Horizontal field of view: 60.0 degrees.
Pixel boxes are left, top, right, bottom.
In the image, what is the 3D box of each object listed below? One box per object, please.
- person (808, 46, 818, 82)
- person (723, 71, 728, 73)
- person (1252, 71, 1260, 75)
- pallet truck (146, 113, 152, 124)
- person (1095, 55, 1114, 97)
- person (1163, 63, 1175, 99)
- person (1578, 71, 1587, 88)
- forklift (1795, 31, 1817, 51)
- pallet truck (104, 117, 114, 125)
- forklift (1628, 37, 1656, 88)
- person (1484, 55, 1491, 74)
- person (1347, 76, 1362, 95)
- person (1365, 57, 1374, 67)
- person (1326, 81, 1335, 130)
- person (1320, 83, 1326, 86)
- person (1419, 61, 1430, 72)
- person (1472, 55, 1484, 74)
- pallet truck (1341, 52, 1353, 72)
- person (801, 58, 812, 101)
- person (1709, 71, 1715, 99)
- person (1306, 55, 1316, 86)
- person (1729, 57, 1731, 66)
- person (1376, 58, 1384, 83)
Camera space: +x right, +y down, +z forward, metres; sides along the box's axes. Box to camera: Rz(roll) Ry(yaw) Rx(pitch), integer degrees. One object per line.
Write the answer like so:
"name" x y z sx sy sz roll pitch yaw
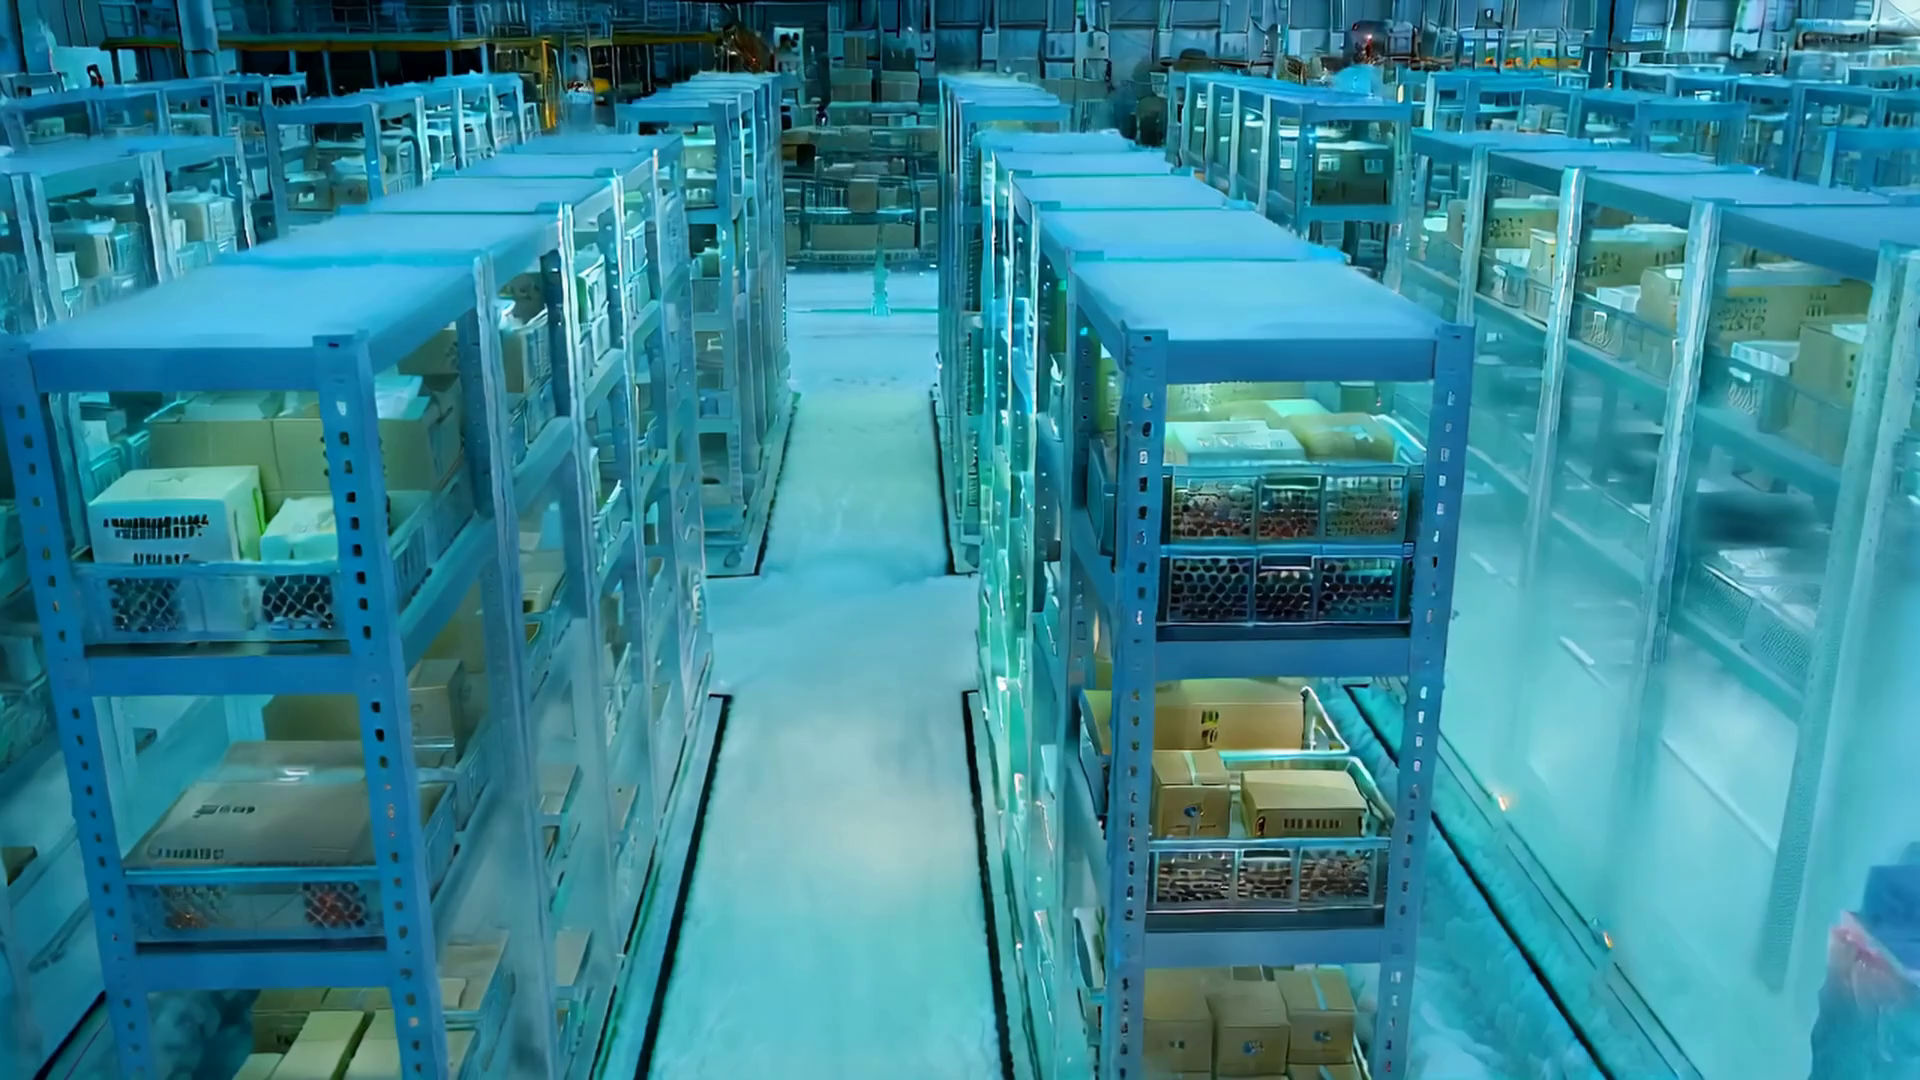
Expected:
"person" -8.288 -26.921 94.058 0.601 1.951 0.380 -16 24 -41
"person" -8.616 -16.354 61.496 0.627 1.873 0.461 6 19 18
"person" 10.490 -15.719 59.360 0.415 1.987 0.620 -10 20 -27
"pallet truck" -18.087 -8.309 36.390 1.885 1.965 0.823 -1 18 -4
"person" 6.920 -22.052 79.073 0.954 1.895 0.650 8 20 24
"person" 8.307 -17.716 65.430 0.686 2.000 0.538 -3 18 -8
"person" 22.750 -16.094 60.613 0.818 1.918 0.542 10 20 27
"forklift" 45.899 -26.245 90.478 1.129 2.768 1.873 -1 18 -2
"pallet truck" -18.367 -7.885 35.078 1.885 1.965 0.823 1 18 2
"forklift" 30.705 -21.271 75.086 1.129 2.768 1.873 -1 18 -2
"person" 25.550 -22.560 80.649 0.492 1.894 0.638 0 18 0
"person" 14.539 -16.254 61.421 0.542 1.710 0.925 9 20 27
"person" 20.217 -22.931 82.078 0.495 1.722 0.573 -6 19 -17
"person" 12.245 -14.276 55.145 0.601 1.817 0.682 -1 18 -2
"person" 12.349 -14.779 56.920 0.565 1.679 0.409 7 19 20
"person" 20.189 -19.881 72.412 0.528 1.865 0.313 15 23 39
"person" 25.423 -22.838 81.605 0.624 1.841 0.430 15 23 39
"pallet truck" 18.794 -23.123 82.231 0.823 1.965 1.885 -13 22 -35
"person" -7.040 -20.988 75.786 0.554 1.906 0.904 -3 18 -10
"person" 29.396 -17.637 65.303 0.603 1.966 0.368 3 18 8
"person" 16.719 -22.154 79.398 0.387 1.913 0.763 -6 19 -17
"person" 37.444 -22.723 81.261 0.501 1.839 0.341 6 19 17
"person" 20.731 -22.923 82.118 0.565 1.675 0.406 -10 21 -29
